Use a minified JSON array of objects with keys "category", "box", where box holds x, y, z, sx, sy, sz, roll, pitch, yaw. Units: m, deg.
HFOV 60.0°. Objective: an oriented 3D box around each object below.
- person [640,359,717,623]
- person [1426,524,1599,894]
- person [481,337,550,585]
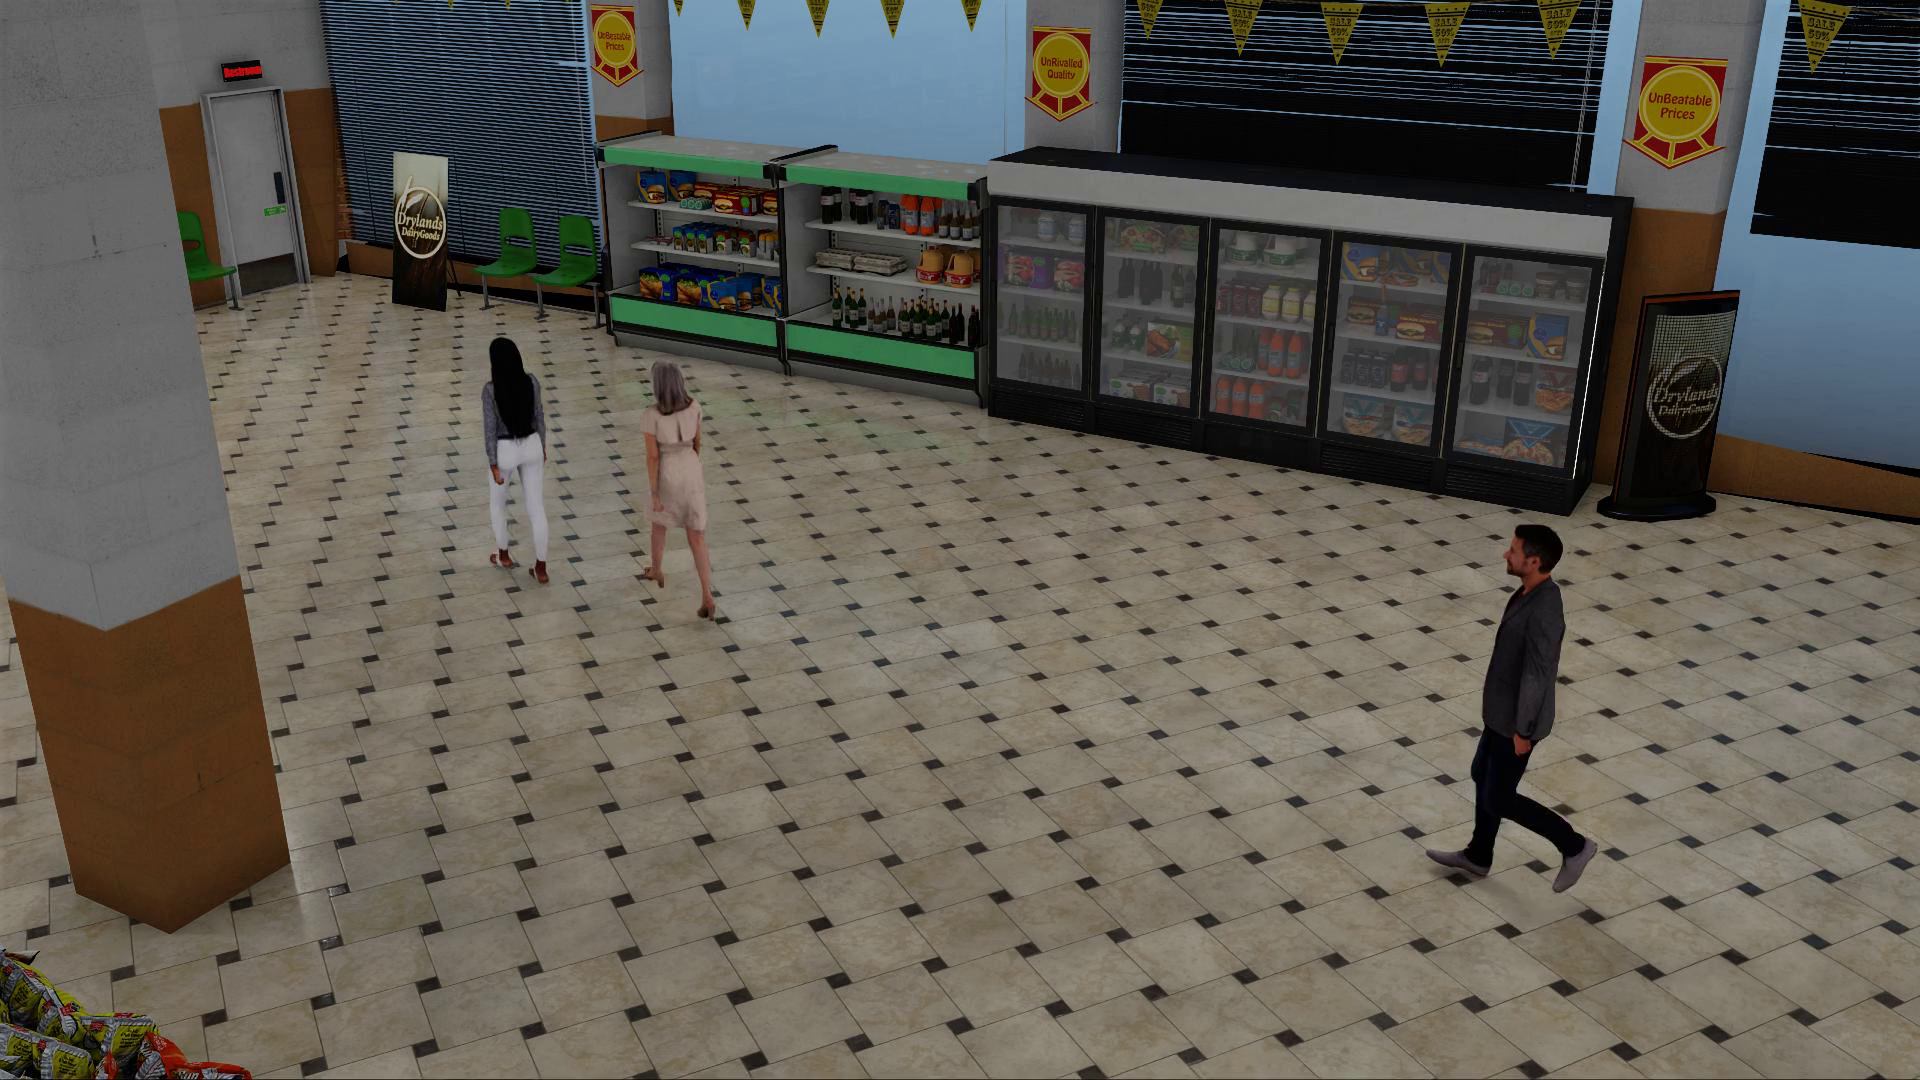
[{"category":"person","box":[-1.772,-0.279,10.755,0.978,1.678,1.246,-13,25,-30]},{"category":"person","box":[2.682,0.827,7.769,1.085,1.851,0.878,5,23,13]},{"category":"person","box":[-2.970,-0.516,11.309,0.838,1.704,0.952,-12,25,-27]}]
